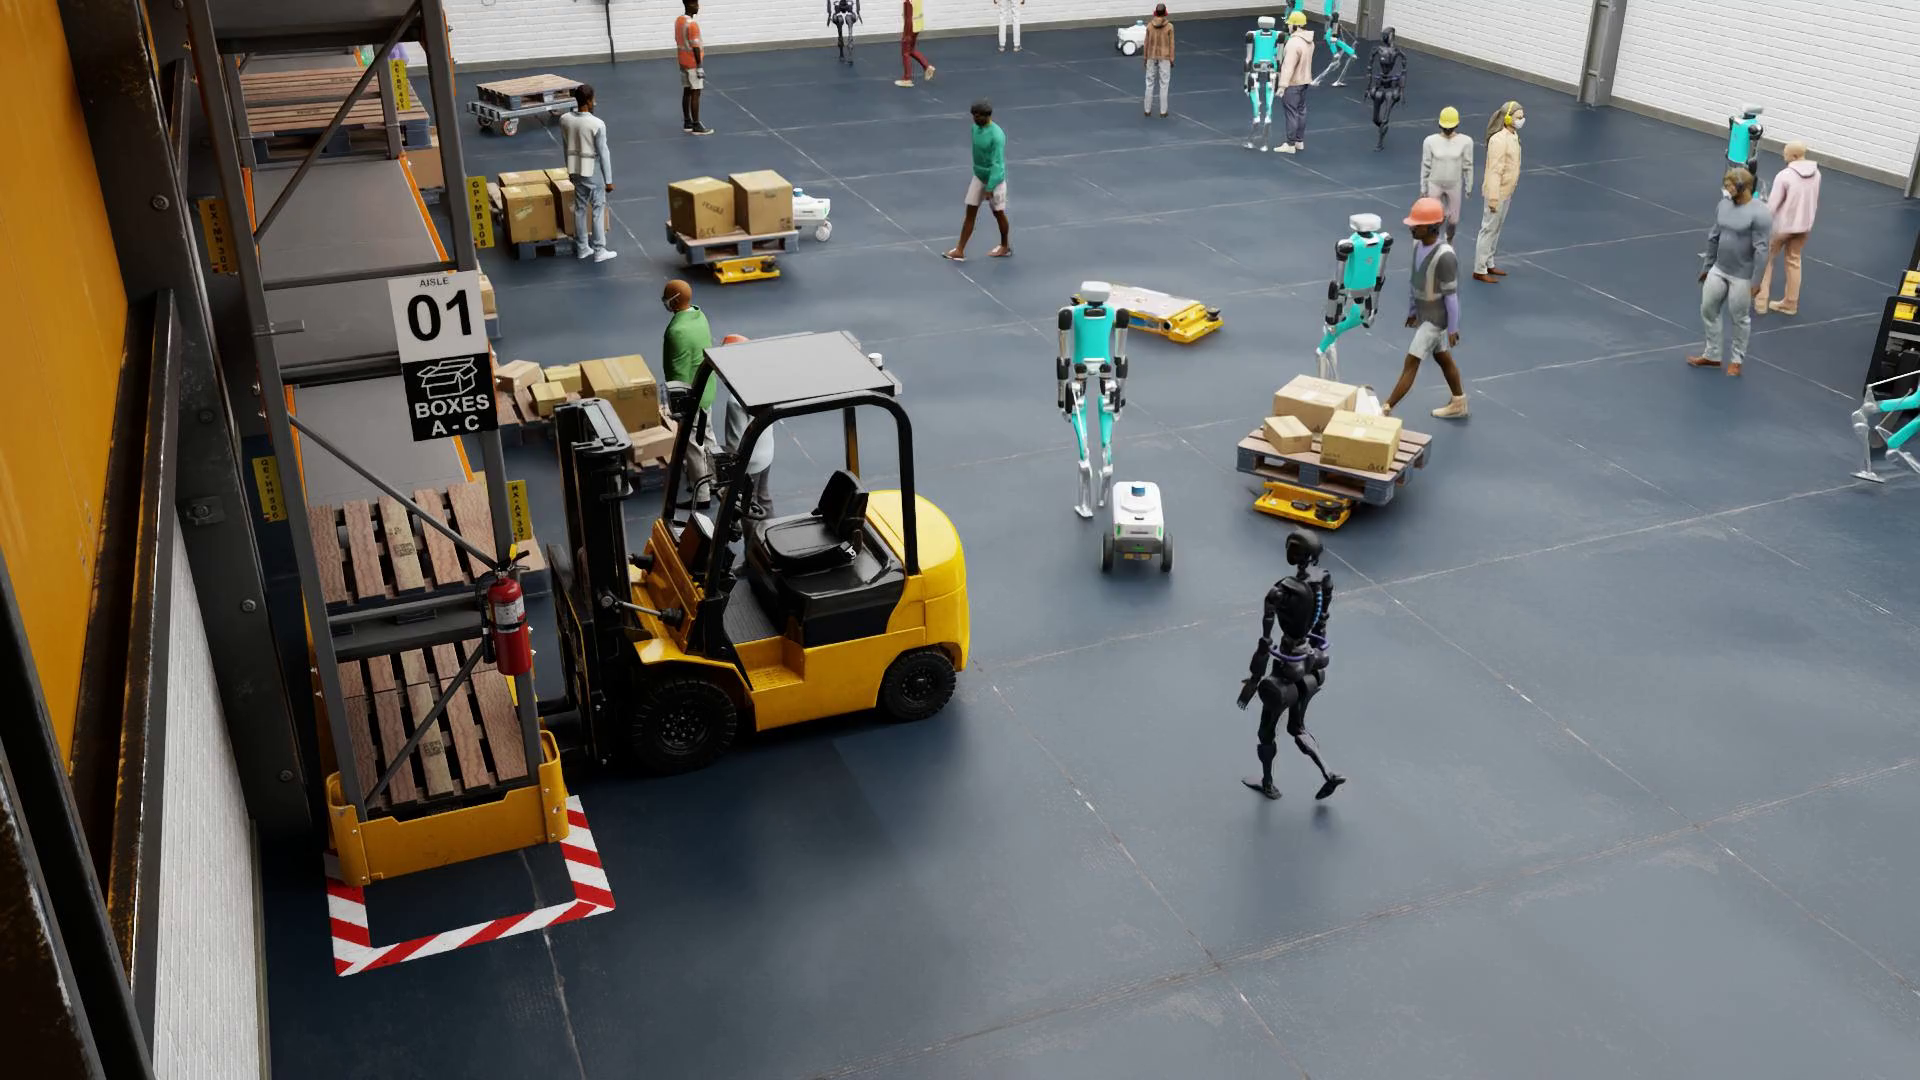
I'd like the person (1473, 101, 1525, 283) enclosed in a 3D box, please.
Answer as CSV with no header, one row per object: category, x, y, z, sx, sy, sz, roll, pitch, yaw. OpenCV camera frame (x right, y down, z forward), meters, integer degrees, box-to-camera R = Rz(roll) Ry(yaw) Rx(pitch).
person,5.653,-3.667,17.495,0.407,1.876,0.565,16,31,29

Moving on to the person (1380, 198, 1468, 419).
person,3.875,-1.881,13.857,1.118,1.958,0.617,-3,27,-6

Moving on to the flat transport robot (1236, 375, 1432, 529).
flat transport robot,2.892,-0.482,12.946,0.659,0.231,1.431,16,31,29

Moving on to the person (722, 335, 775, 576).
person,-1.479,-0.585,11.510,0.352,1.742,0.572,7,28,14

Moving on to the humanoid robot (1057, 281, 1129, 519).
humanoid robot,0.997,-0.946,12.274,0.540,1.803,0.784,-2,27,-3

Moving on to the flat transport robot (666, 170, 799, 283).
flat transport robot,-2.493,-3.115,18.184,0.659,0.231,1.431,-11,29,-21

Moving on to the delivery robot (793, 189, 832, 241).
delivery robot,-1.867,-3.720,19.085,0.813,0.609,0.499,1,27,1

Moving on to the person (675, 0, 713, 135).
person,-3.791,-6.743,23.514,0.366,1.962,0.608,-16,31,-28

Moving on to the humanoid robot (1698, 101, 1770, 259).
humanoid robot,8.702,-3.881,18.137,1.025,1.780,0.532,-3,27,-6

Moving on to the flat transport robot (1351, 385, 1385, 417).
flat transport robot,3.207,-0.993,13.962,0.659,0.231,1.431,2,27,3

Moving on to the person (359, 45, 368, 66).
person,-8.862,-6.891,23.974,0.852,1.813,0.536,-18,32,-31

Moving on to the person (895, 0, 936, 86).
person,-0.739,-8.105,26.457,0.556,1.750,0.481,9,28,17

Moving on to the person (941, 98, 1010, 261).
person,0.216,-3.880,18.005,0.915,1.793,0.541,-22,34,-37

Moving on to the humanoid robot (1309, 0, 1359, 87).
humanoid robot,6.016,-8.044,26.379,0.802,1.807,0.560,-2,27,-3

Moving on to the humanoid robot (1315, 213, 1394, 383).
humanoid robot,3.274,-1.973,14.342,0.538,1.829,0.753,-11,29,-21

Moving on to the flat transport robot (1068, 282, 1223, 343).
flat transport robot,1.823,-2.265,16.493,1.431,0.231,0.659,20,33,34

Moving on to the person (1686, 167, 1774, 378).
person,6.994,-2.393,14.947,0.498,1.898,0.666,-10,28,-19

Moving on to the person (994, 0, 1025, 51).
person,0.867,-9.565,29.214,0.571,1.887,0.356,2,27,4

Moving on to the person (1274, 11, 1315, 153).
person,4.559,-6.207,22.570,0.442,1.858,0.795,16,31,29

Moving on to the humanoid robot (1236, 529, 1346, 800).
humanoid robot,1.834,0.725,8.995,0.590,1.643,0.546,-21,33,-35

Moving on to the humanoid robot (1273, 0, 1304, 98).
humanoid robot,4.933,-7.724,25.745,0.775,1.812,0.544,14,30,26

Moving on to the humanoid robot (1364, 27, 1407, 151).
humanoid robot,5.879,-6.207,22.802,0.609,1.630,0.688,18,32,32

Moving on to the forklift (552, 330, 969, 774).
forklift,-1.094,0.010,9.831,2.313,2.155,1.214,-10,28,-20

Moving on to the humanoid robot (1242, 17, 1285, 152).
humanoid robot,4.110,-6.123,22.517,0.531,1.785,0.691,2,27,3

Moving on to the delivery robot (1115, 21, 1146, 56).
delivery robot,3.110,-8.785,29.143,0.765,0.594,0.503,-4,27,-8

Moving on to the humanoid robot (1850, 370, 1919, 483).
humanoid robot,7.212,-1.115,12.567,1.013,1.734,0.556,11,29,22

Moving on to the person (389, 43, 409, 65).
person,-8.803,-7.758,25.676,0.489,1.831,0.585,0,27,0

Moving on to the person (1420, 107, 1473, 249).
person,5.244,-3.834,17.970,0.564,1.732,0.606,8,28,16

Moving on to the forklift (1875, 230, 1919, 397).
forklift,9.029,-2.397,14.618,1.214,2.155,2.313,18,32,32

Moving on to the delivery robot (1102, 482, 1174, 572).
delivery robot,1.267,-0.117,11.911,0.499,0.602,0.801,1,27,3

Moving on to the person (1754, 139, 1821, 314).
person,8.190,-3.062,16.426,0.556,1.758,0.421,-6,27,-12

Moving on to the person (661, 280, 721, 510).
person,-2.020,-1.093,12.489,0.388,1.776,0.545,5,27,9

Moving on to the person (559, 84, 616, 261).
person,-4.038,-3.975,18.077,0.596,1.907,0.410,13,29,24

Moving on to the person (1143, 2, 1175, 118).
person,2.921,-7.061,24.499,0.462,1.648,0.327,8,28,15

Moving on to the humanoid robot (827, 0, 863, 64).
humanoid robot,-1.957,-8.907,28.166,0.609,1.627,0.720,-3,27,-5
